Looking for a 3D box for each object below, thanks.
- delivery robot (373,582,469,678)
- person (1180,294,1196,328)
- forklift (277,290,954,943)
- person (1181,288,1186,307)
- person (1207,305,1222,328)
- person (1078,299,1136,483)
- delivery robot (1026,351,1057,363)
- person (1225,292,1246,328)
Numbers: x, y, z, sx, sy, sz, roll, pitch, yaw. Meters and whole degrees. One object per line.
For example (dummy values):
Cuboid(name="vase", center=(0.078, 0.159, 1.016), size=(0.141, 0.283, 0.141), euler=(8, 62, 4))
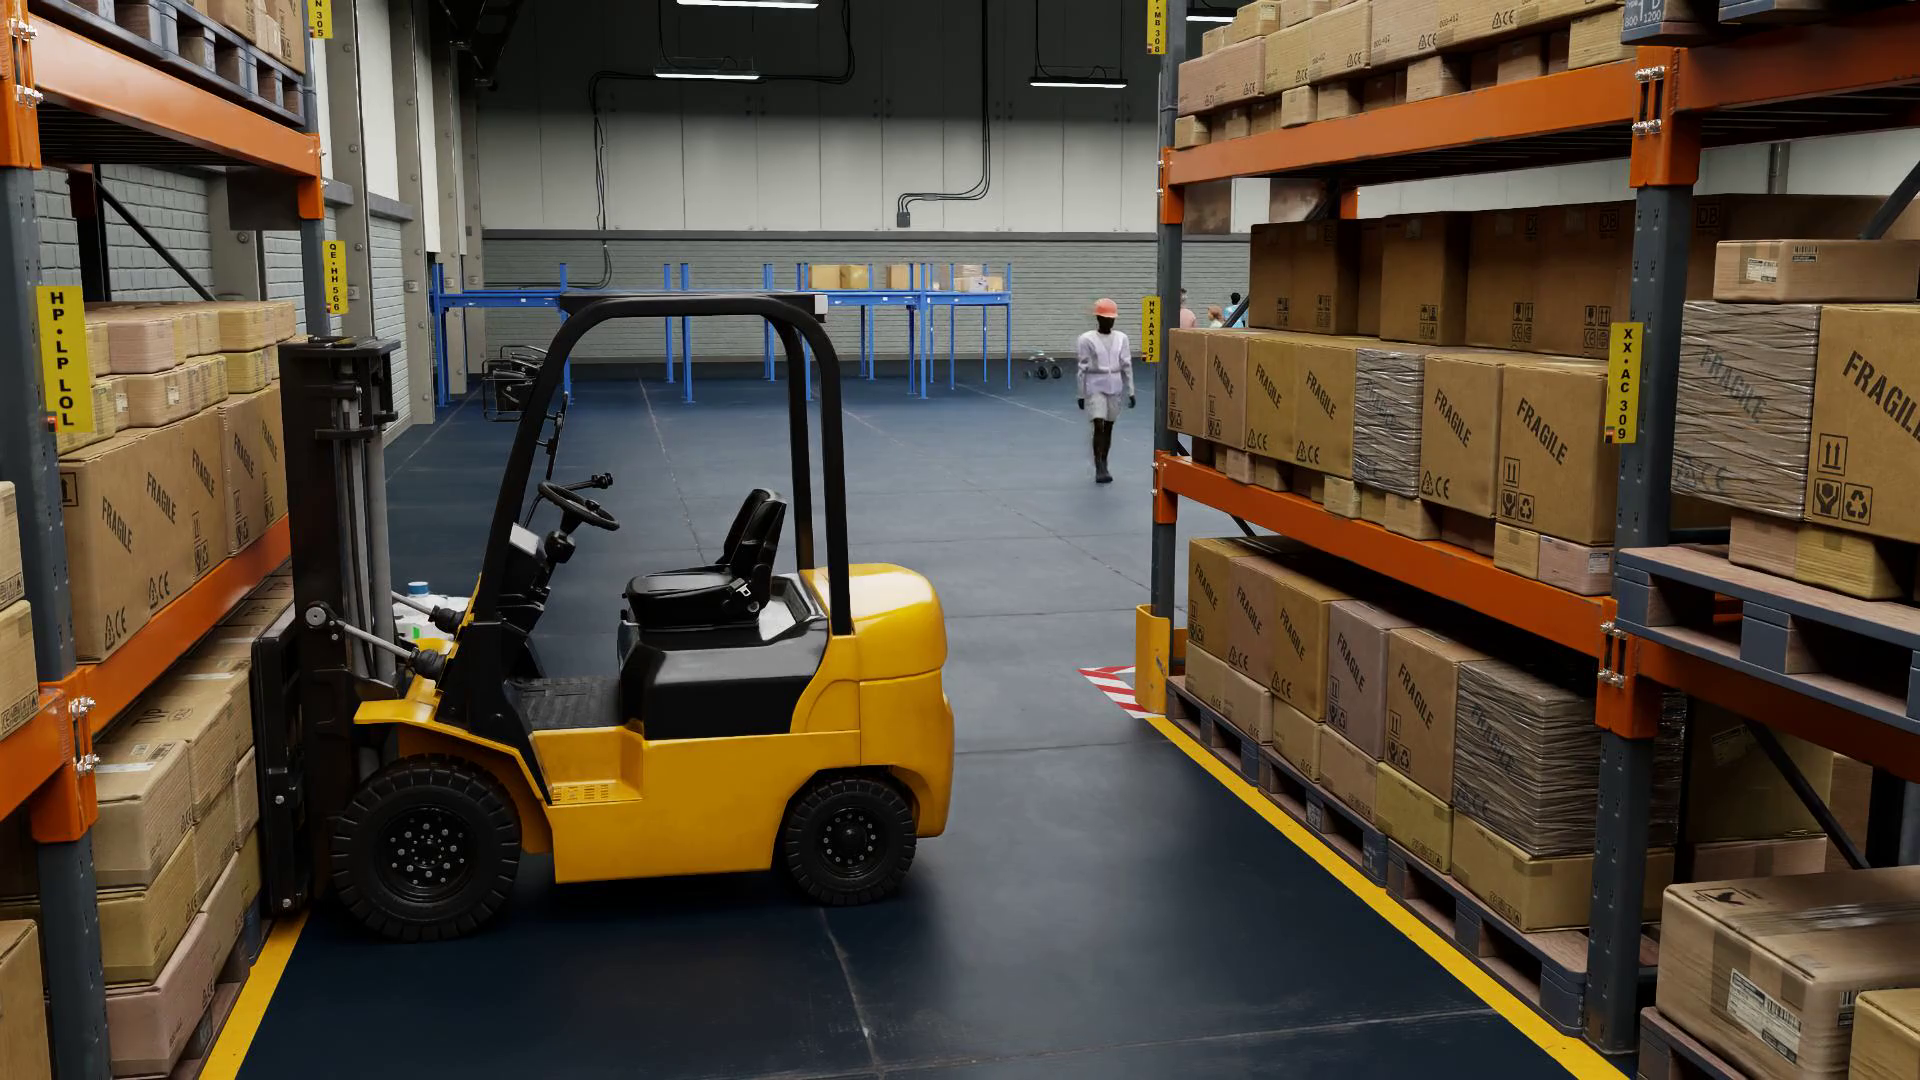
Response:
Cuboid(name="delivery robot", center=(-2.936, 0.470, 9.044), size=(0.477, 0.478, 0.707), euler=(1, 10, 8))
Cuboid(name="person", center=(3.243, -2.821, 25.160), size=(0.652, 1.904, 0.403), euler=(-5, 11, -28))
Cuboid(name="forklift", center=(-1.179, 0.175, 6.143), size=(2.313, 2.155, 1.214), euler=(-2, 10, -12))
Cuboid(name="person", center=(4.376, -4.037, 32.805), size=(0.961, 1.820, 0.510), euler=(9, 13, 42))
Cuboid(name="person", center=(4.081, -2.949, 26.742), size=(0.309, 1.638, 0.517), euler=(0, 9, 0))
Cuboid(name="person", center=(1.566, -1.538, 17.314), size=(0.564, 1.911, 0.774), euler=(-3, 10, -18))
Cuboid(name="delivery robot", center=(1.669, -3.737, 33.897), size=(0.335, 0.223, 0.698), euler=(-9, 13, -44))
Cuboid(name="person", center=(6.005, -4.557, 36.368), size=(0.537, 1.696, 0.318), euler=(-3, 10, -20))
